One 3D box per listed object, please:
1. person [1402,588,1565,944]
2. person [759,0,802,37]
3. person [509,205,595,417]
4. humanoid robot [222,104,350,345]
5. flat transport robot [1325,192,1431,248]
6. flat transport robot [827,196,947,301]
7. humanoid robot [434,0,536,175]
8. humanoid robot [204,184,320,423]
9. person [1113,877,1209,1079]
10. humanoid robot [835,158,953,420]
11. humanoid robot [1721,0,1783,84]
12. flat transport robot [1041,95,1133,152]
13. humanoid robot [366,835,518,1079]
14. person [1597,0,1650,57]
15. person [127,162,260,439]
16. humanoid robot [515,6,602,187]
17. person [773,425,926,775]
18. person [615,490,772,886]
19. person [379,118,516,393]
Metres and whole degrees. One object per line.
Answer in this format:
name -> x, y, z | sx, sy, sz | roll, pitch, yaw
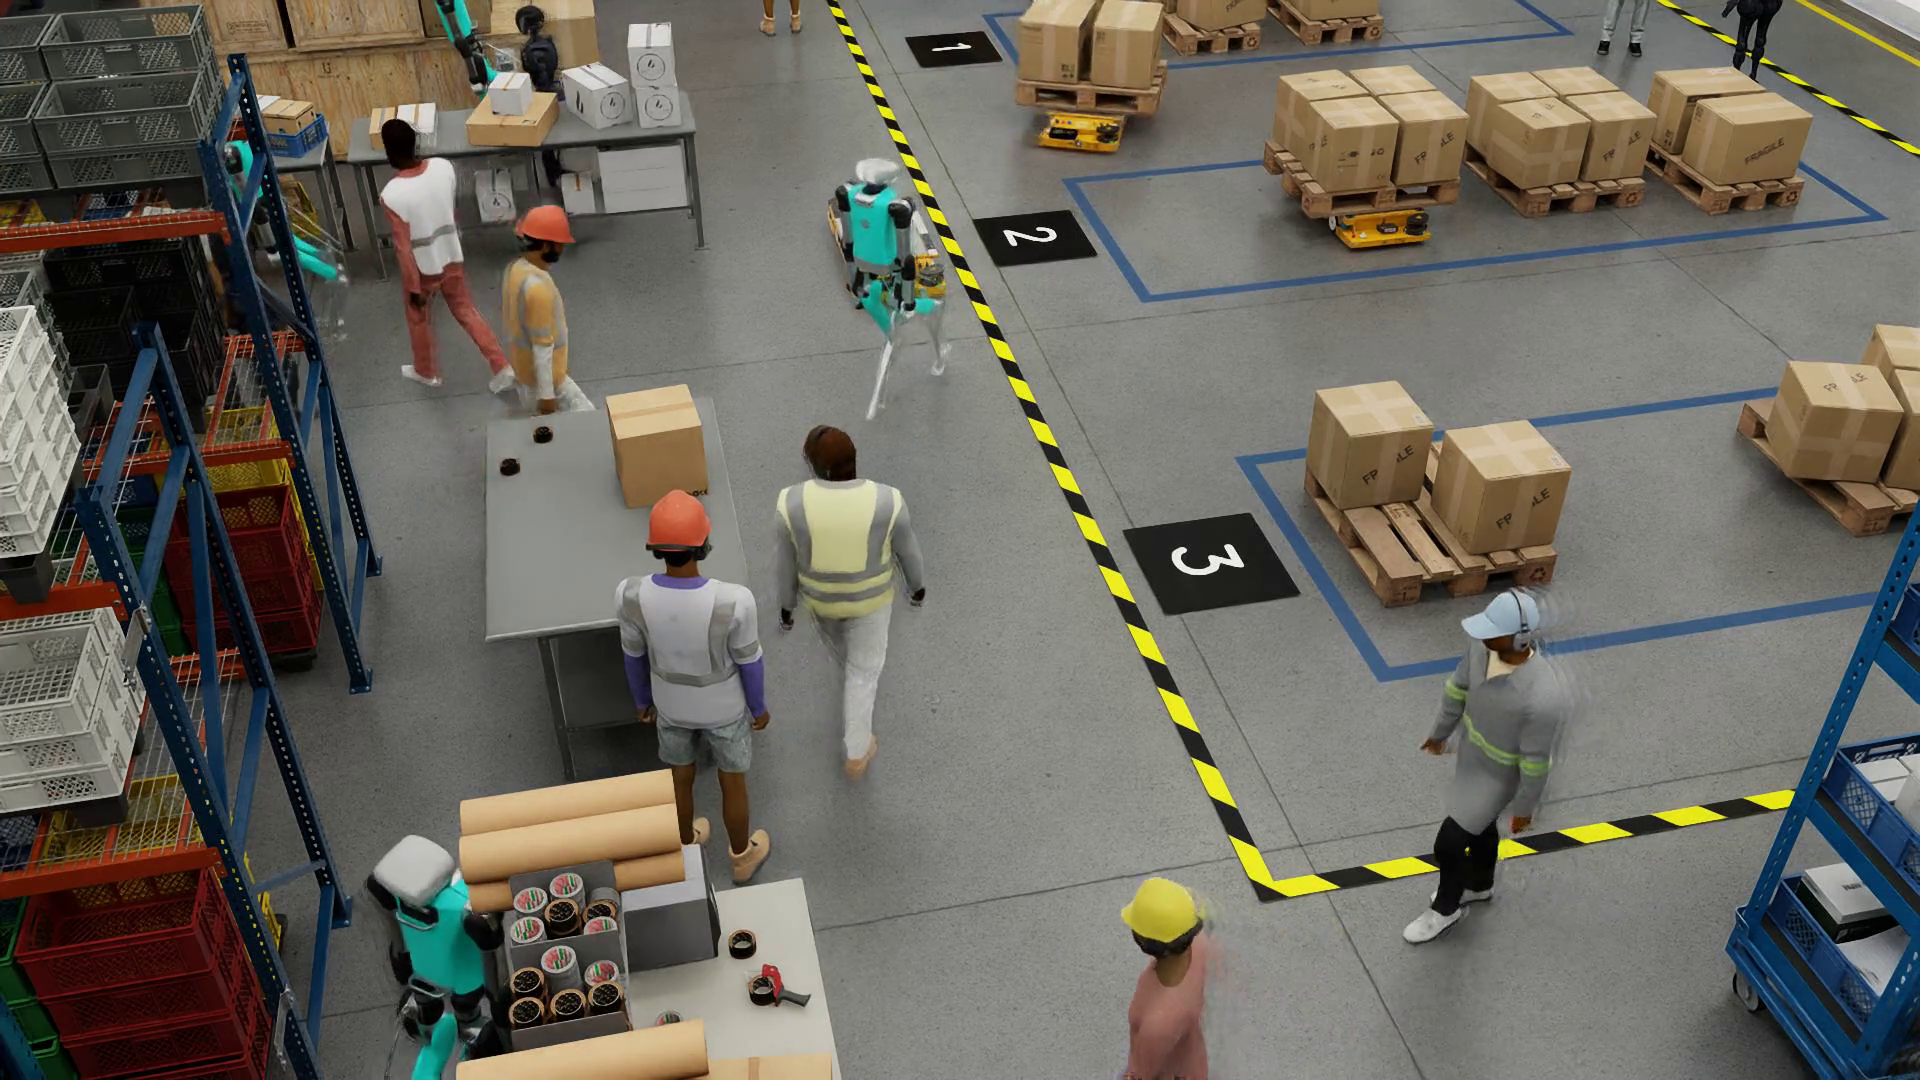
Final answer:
person -> 2.142, 0.946, 6.972 | 0.671, 1.827, 0.617 | -8, 37, -11
person -> -1.802, -5.884, 15.985 | 0.605, 2.034, 0.388 | -10, 38, -13
person -> -2.287, -0.995, 9.540 | 0.734, 1.883, 0.605 | -18, 40, -22
humanoid robot -> -4.450, -2.104, 11.148 | 0.776, 1.752, 0.578 | -12, 38, -16
flat transport robot -> 3.134, -2.740, 13.213 | 0.652, 0.197, 1.431 | -8, 37, -10
flat transport robot -> -0.570, -2.220, 12.538 | 0.659, 0.231, 1.431 | -8, 37, -10
humanoid robot -> -3.761, -3.831, 13.494 | 0.822, 1.793, 0.531 | -8, 37, -11
humanoid robot -> -4.406, -1.473, 10.349 | 0.600, 1.656, 0.362 | 27, 45, 32
person -> 0.657, 1.867, 5.826 | 0.859, 1.716, 0.574 | 9, 38, 12
humanoid robot -> -0.337, -1.696, 10.641 | 0.532, 1.778, 1.002 | 22, 42, 26
humanoid robot -> 7.176, -4.893, 14.936 | 0.599, 1.659, 0.315 | -14, 39, -19
flat transport robot -> 1.155, -3.815, 14.657 | 0.652, 0.197, 1.431 | 7, 37, 10
humanoid robot -> -1.894, 1.898, 5.838 | 0.542, 1.808, 0.979 | 16, 40, 20
person -> 6.395, -5.465, 15.584 | 0.595, 1.837, 0.404 | 7, 37, 9
person -> -4.713, -1.454, 10.197 | 0.510, 1.838, 0.337 | 5, 37, 6
humanoid robot -> -3.113, -3.340, 12.878 | 0.575, 1.632, 0.616 | -11, 38, -14
person -> -0.510, 0.199, 8.016 | 0.685, 1.773, 0.972 | 3, 37, 4
person -> -1.122, 0.666, 7.183 | 0.607, 2.038, 0.407 | 6, 37, 9
person -> -3.342, -1.777, 10.584 | 0.873, 1.882, 0.588 | 21, 42, 26
